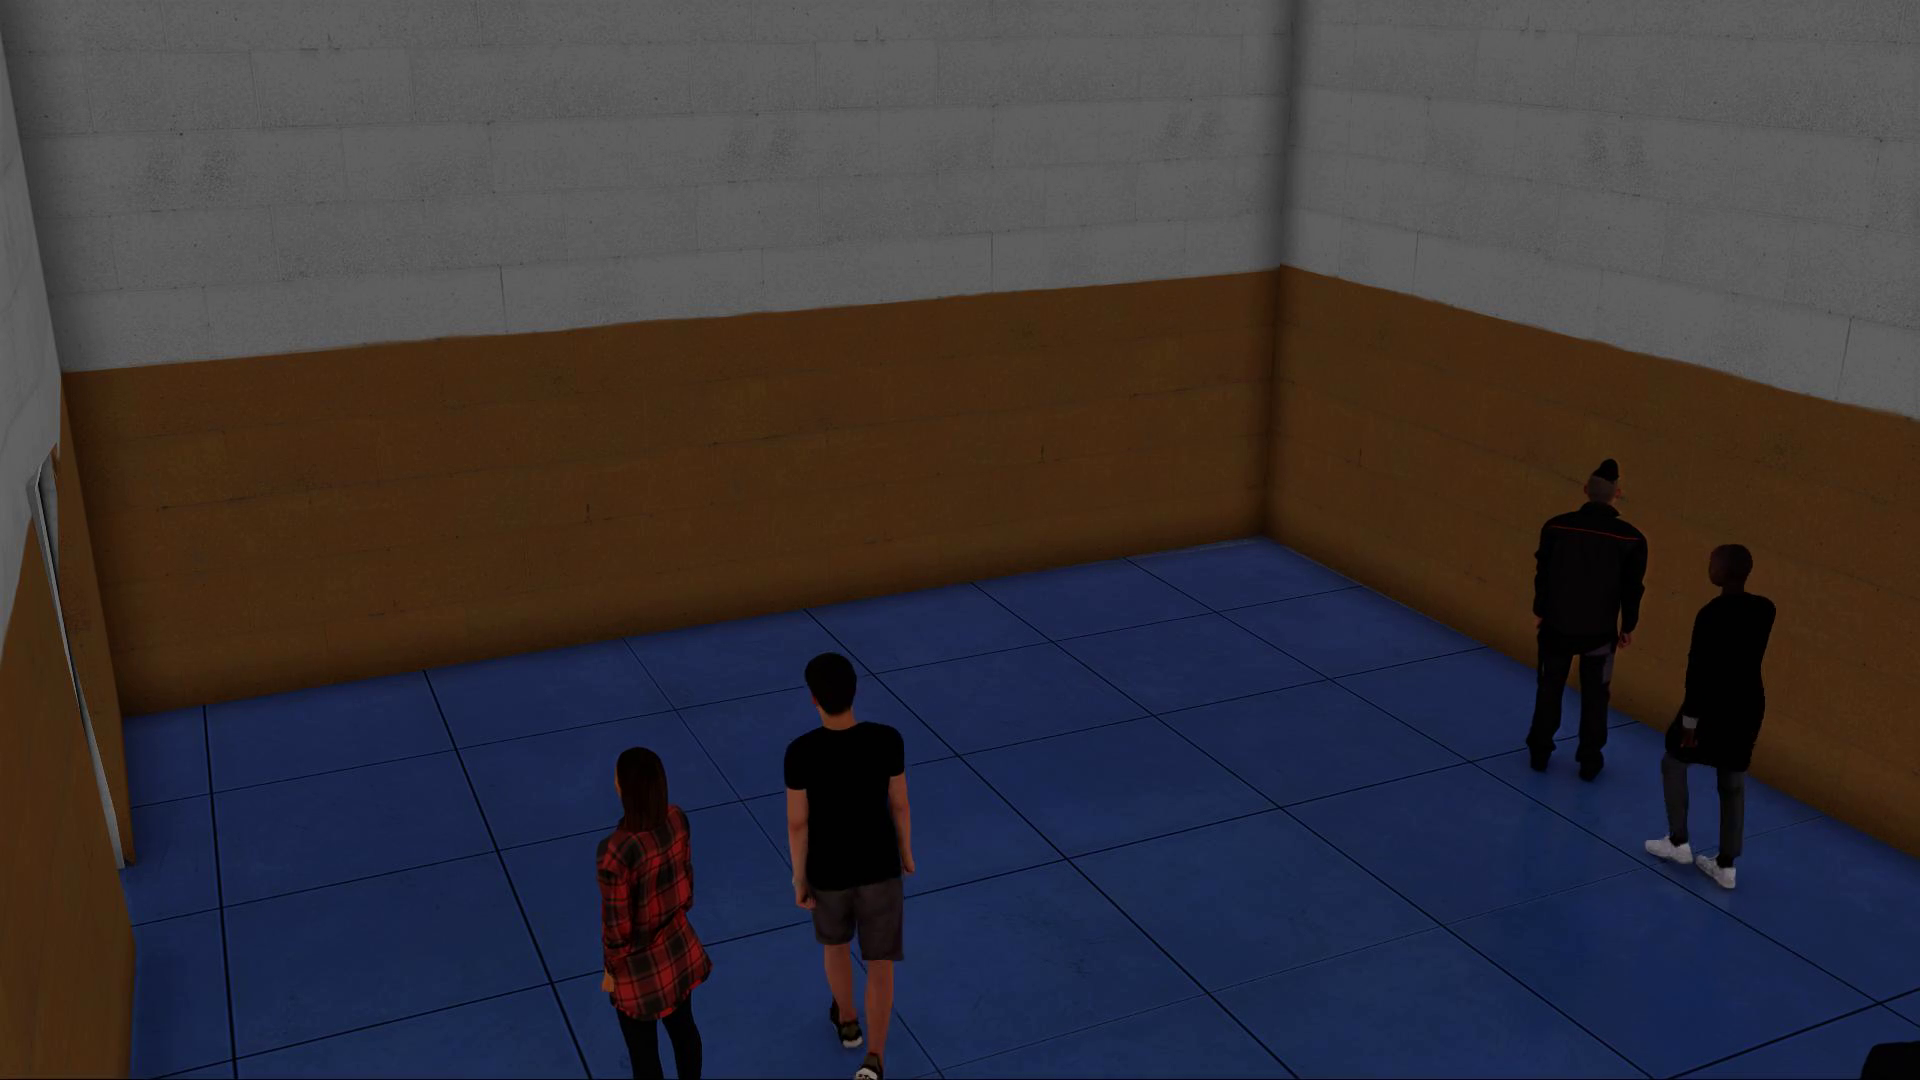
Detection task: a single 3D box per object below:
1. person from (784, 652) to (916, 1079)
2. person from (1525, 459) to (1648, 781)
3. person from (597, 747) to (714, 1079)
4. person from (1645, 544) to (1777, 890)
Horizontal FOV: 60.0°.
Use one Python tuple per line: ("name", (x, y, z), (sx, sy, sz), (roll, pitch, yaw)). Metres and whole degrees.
("person", (-0.418, 1.361, 6.615), (1.163, 1.834, 0.987), (-2, 19, -6))
("person", (3.481, 0.427, 9.303), (0.832, 1.862, 0.863), (9, 20, 24))
("person", (-1.161, 1.553, 6.250), (0.766, 1.703, 0.668), (11, 22, 30))
("person", (3.785, 0.897, 8.131), (0.713, 1.744, 0.799), (-3, 19, -10))
